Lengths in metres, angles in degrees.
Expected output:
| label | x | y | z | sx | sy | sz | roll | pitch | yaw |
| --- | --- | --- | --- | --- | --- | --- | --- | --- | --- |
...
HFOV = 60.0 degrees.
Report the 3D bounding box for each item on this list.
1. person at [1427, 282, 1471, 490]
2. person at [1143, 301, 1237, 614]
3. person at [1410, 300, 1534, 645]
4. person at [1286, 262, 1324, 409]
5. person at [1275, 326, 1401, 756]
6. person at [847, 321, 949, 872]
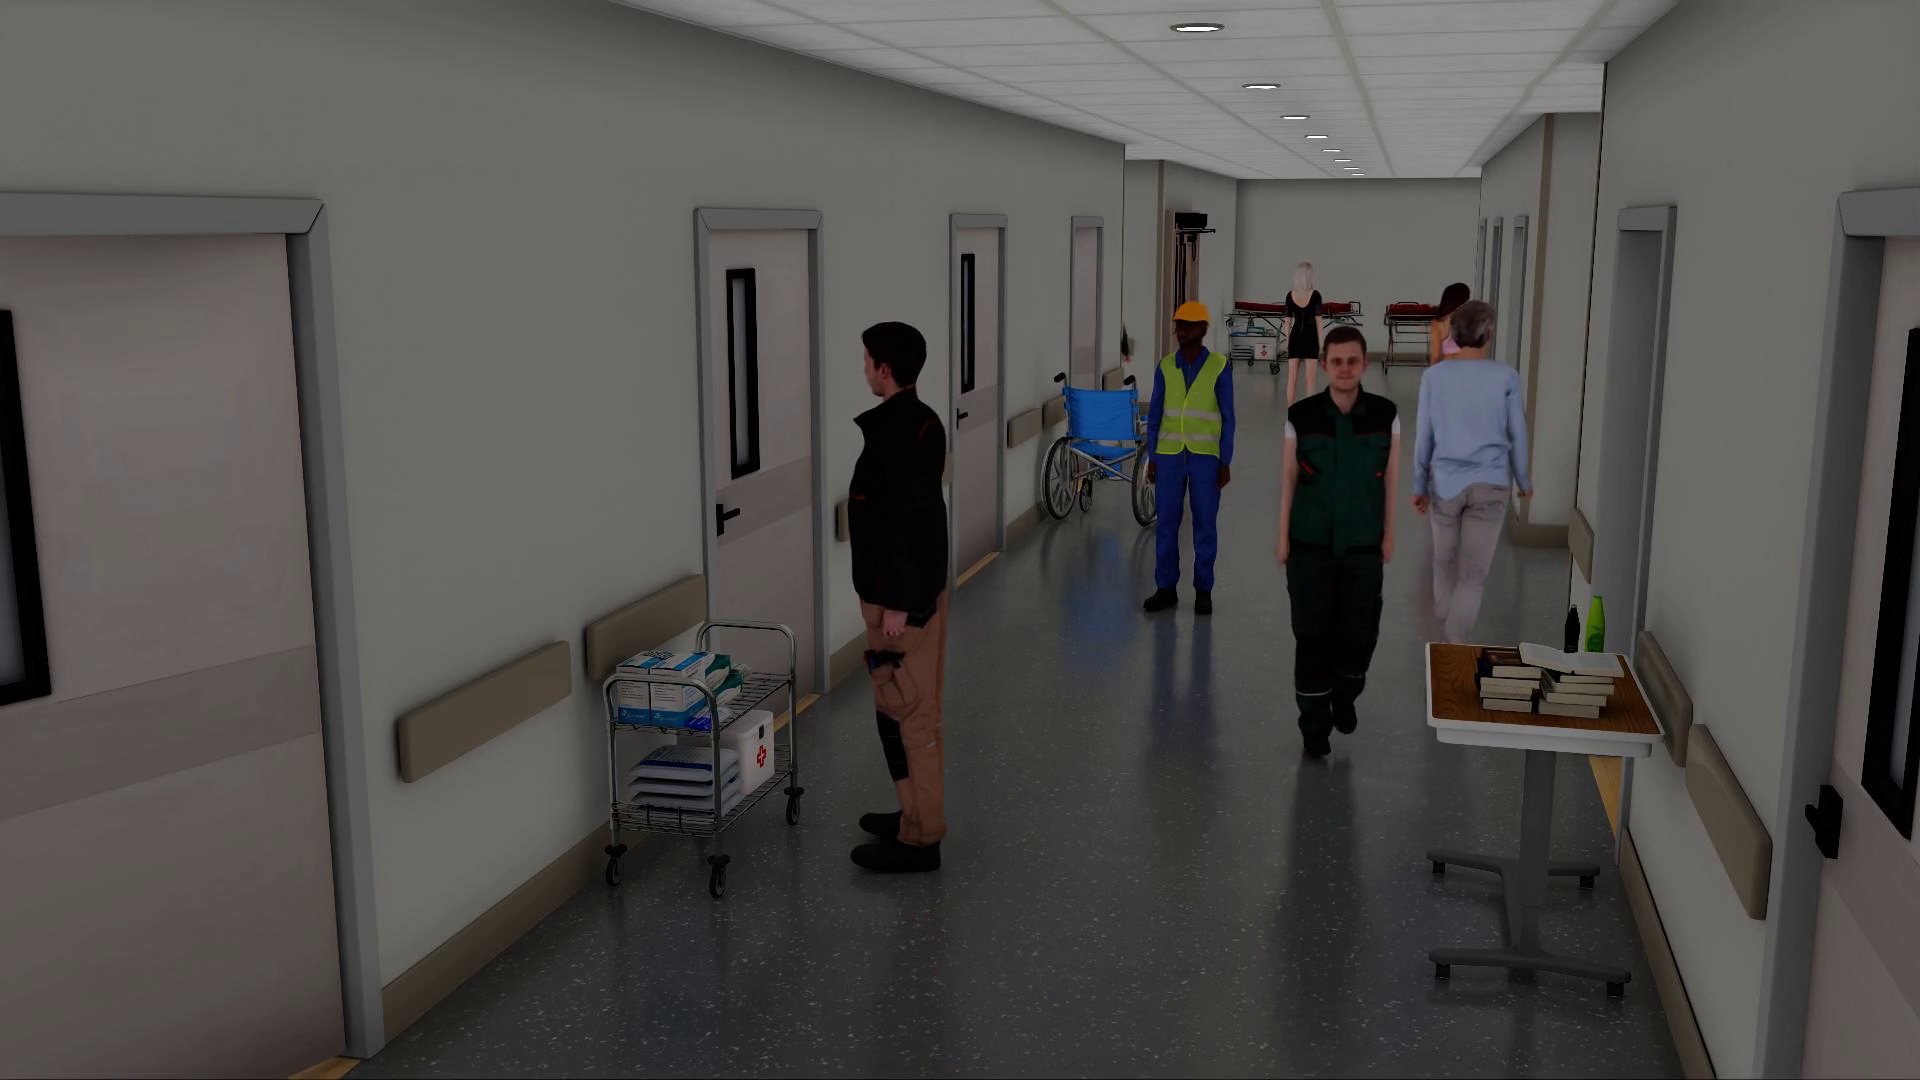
| label | x | y | z | sx | sy | sz | roll | pitch | yaw |
| --- | --- | --- | --- | --- | --- | --- | --- | --- | --- |
| person | 4.224 | -1.316 | 14.213 | 0.587 | 1.767 | 0.538 | 4 | 11 | 19 |
| person | 1.349 | -0.487 | 9.727 | 0.685 | 1.813 | 0.584 | 4 | 11 | 20 |
| person | 2.440 | -0.181 | 8.034 | 0.898 | 1.842 | 1.234 | 7 | 13 | 31 |
| person | 3.903 | -2.238 | 18.899 | 0.611 | 1.832 | 0.547 | 5 | 12 | 25 |
| person | 1.600 | -0.002 | 7.101 | 0.703 | 1.833 | 0.761 | 1 | 11 | 8 |
| person | -0.197 | 0.197 | 5.822 | 0.793 | 1.923 | 0.583 | 1 | 11 | 5 |
